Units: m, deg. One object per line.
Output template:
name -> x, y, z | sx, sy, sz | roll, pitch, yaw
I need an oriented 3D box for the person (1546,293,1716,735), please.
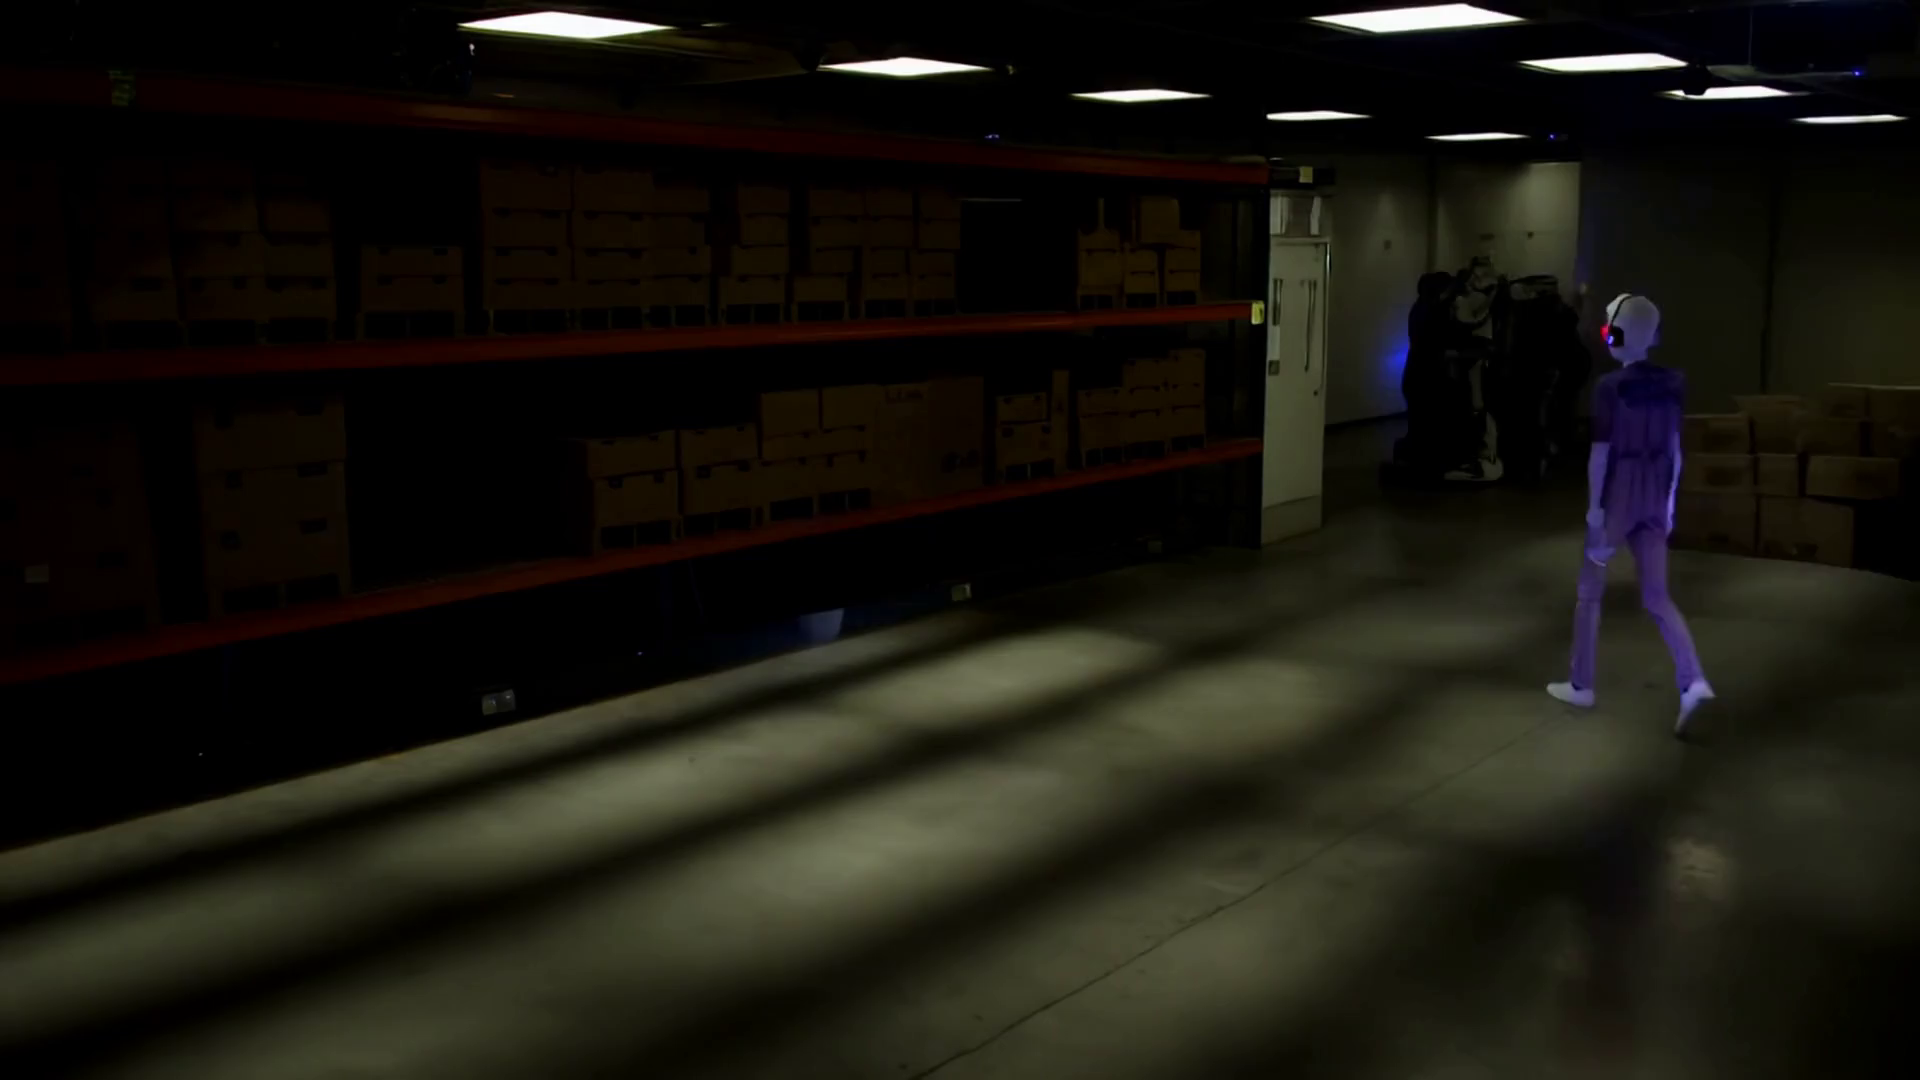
person -> 2.882, -0.119, 7.034 | 0.526, 1.840, 0.867 | -2, 10, -11
